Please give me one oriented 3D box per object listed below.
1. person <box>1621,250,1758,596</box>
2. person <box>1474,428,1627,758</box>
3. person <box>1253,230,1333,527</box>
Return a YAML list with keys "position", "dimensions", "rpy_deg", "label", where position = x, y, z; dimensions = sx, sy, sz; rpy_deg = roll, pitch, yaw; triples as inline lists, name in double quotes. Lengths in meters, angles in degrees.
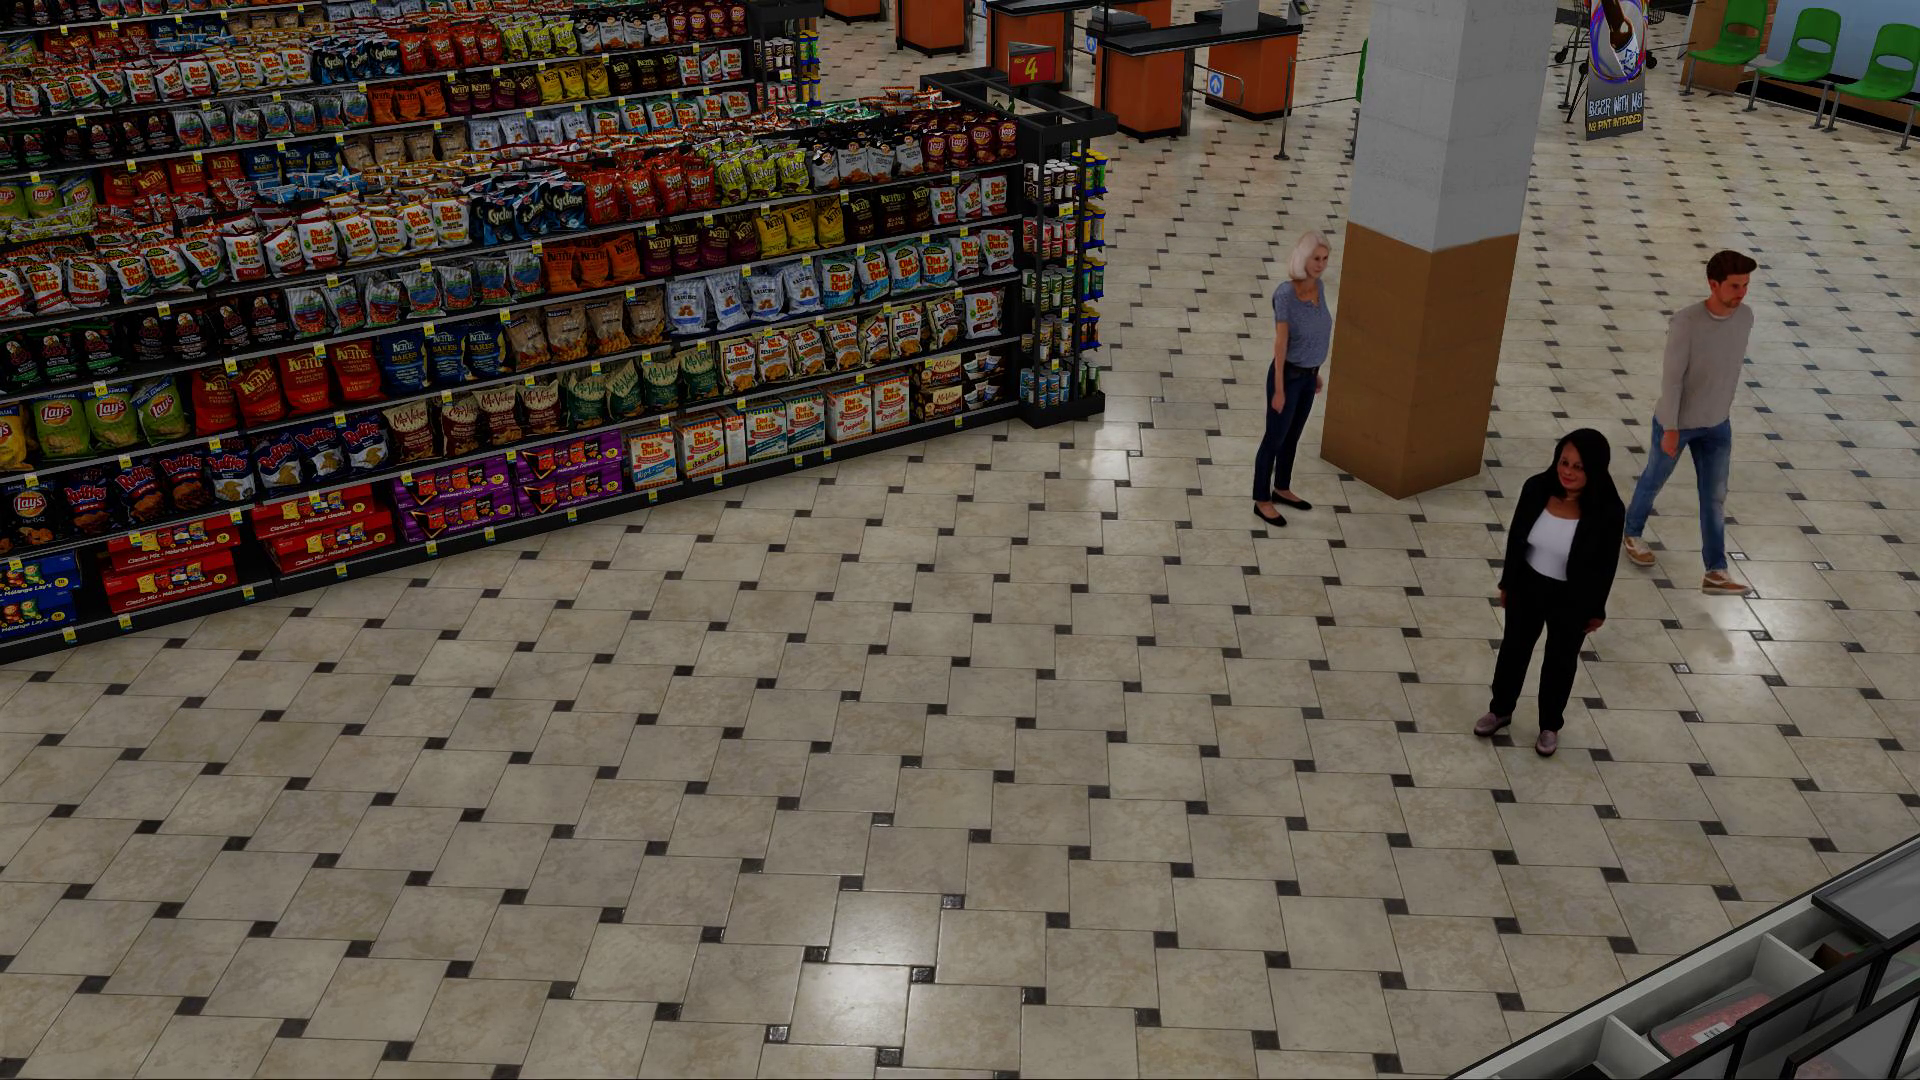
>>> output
- position: [3.846, -0.672, 8.892]
  dimensions: [1.150, 1.860, 0.967]
  rpy_deg: [-6, 29, -12]
  label: "person"
- position: [2.684, 0.223, 7.508]
  dimensions: [0.745, 1.616, 0.768]
  rpy_deg: [18, 33, 29]
  label: "person"
- position: [1.903, -0.941, 9.532]
  dimensions: [0.699, 1.719, 0.543]
  rpy_deg: [25, 37, 37]
  label: "person"
